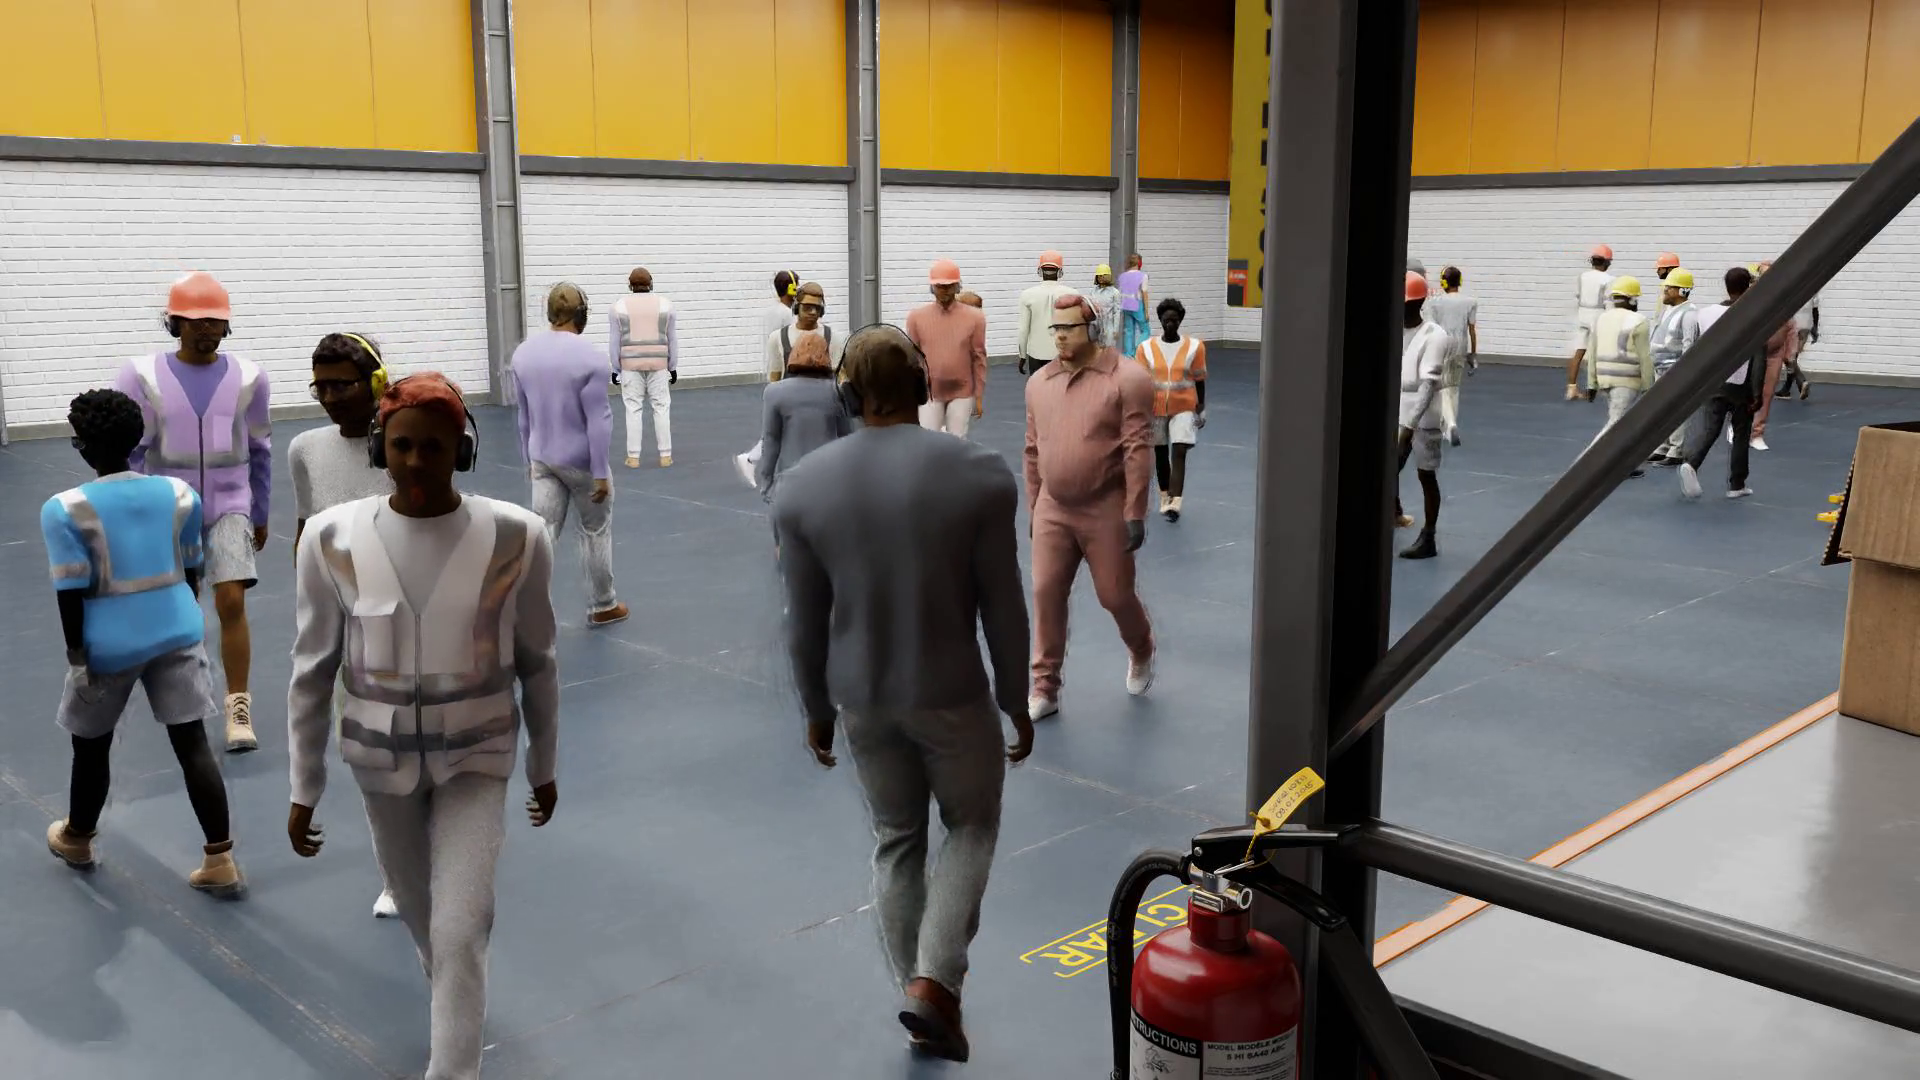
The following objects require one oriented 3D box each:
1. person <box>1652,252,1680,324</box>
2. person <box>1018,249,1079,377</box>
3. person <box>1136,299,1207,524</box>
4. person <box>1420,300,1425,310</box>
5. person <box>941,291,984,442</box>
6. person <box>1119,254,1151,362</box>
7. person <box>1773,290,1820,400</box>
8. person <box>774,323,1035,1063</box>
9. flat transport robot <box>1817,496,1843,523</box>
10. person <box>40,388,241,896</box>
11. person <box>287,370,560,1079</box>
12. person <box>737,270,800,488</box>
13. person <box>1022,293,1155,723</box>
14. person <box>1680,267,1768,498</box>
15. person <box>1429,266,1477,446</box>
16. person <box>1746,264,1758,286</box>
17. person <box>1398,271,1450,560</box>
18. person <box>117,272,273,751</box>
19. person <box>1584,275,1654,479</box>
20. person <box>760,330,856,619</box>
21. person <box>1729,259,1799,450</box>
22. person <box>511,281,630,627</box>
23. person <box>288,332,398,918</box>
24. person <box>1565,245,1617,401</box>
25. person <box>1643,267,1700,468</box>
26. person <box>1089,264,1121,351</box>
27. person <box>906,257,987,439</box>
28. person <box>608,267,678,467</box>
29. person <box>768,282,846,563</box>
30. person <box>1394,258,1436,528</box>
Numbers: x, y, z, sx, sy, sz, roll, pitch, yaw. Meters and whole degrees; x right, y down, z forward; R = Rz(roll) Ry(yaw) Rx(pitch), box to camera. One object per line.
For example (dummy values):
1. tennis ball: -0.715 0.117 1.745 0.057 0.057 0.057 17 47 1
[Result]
1. person: 8.454 -2.472 19.948 0.382 1.929 0.538 3 11 16
2. person: 0.863 -1.775 15.946 0.618 1.993 0.396 0 10 1
3. person: 1.545 -0.957 12.389 0.551 1.649 0.872 2 11 13
4. person: 5.192 -2.318 19.440 0.713 1.815 0.443 -5 12 -27
5. person: 0.010 -1.556 15.781 0.517 1.607 0.548 7 13 35
6. person: 2.812 -3.664 26.675 0.606 1.830 0.473 10 14 43
7. person: 10.824 -2.751 21.466 0.626 1.930 0.832 -1 10 -7
8. person: -0.150 0.417 4.213 0.662 1.915 0.510 2 11 12
9. flat transport robot: 7.059 -0.249 12.332 1.431 0.197 0.652 -7 13 -35
10. person: -2.697 0.327 5.429 0.901 1.640 0.537 8 13 36
11. person: -1.248 0.511 3.939 0.596 1.843 1.005 -1 10 -7
12. person: -1.503 -1.310 13.827 0.642 1.844 0.547 -4 11 -20
13. person: 0.563 -0.152 7.396 0.668 1.885 0.789 6 12 29
14. person: 6.177 -1.256 13.445 0.823 1.889 0.606 -9 14 -40
15. person: 5.046 -1.892 17.072 0.537 1.831 0.873 0 10 3
16. person: 10.074 -2.633 21.244 0.302 1.772 0.523 -7 12 -32
17. person: 2.844 -0.778 10.770 0.896 1.894 0.536 -7 13 -35
18. person: -3.263 -0.154 7.158 0.617 1.994 1.082 -6 12 -29
19. person: 5.650 -1.379 14.339 0.870 1.799 0.589 -4 11 -20
20. person: -0.817 -0.325 9.046 0.532 1.617 0.363 -1 10 -8
21. person: 7.965 -1.829 16.522 0.659 1.892 0.416 0 10 0
22. person: -2.109 -0.407 8.760 0.628 1.907 0.961 4 11 22
23. person: -1.861 0.240 5.389 0.566 1.838 0.630 0 10 0
24. person: 8.271 -2.810 21.595 1.053 1.989 0.631 -8 13 -37
25. person: 6.554 -1.583 15.337 0.404 1.837 0.590 0 10 -1
26. person: 1.930 -2.855 22.527 0.484 1.744 0.294 6 12 31
27. person: -0.109 -1.102 12.354 0.618 1.974 0.588 0 10 0
28. person: -2.918 -1.589 15.357 0.633 1.839 0.429 -3 11 -17
29. person: -0.996 -0.775 10.962 0.521 1.818 0.613 -1 10 -8
30. person: 3.031 -1.024 11.726 0.984 2.000 0.689 -10 14 -42
